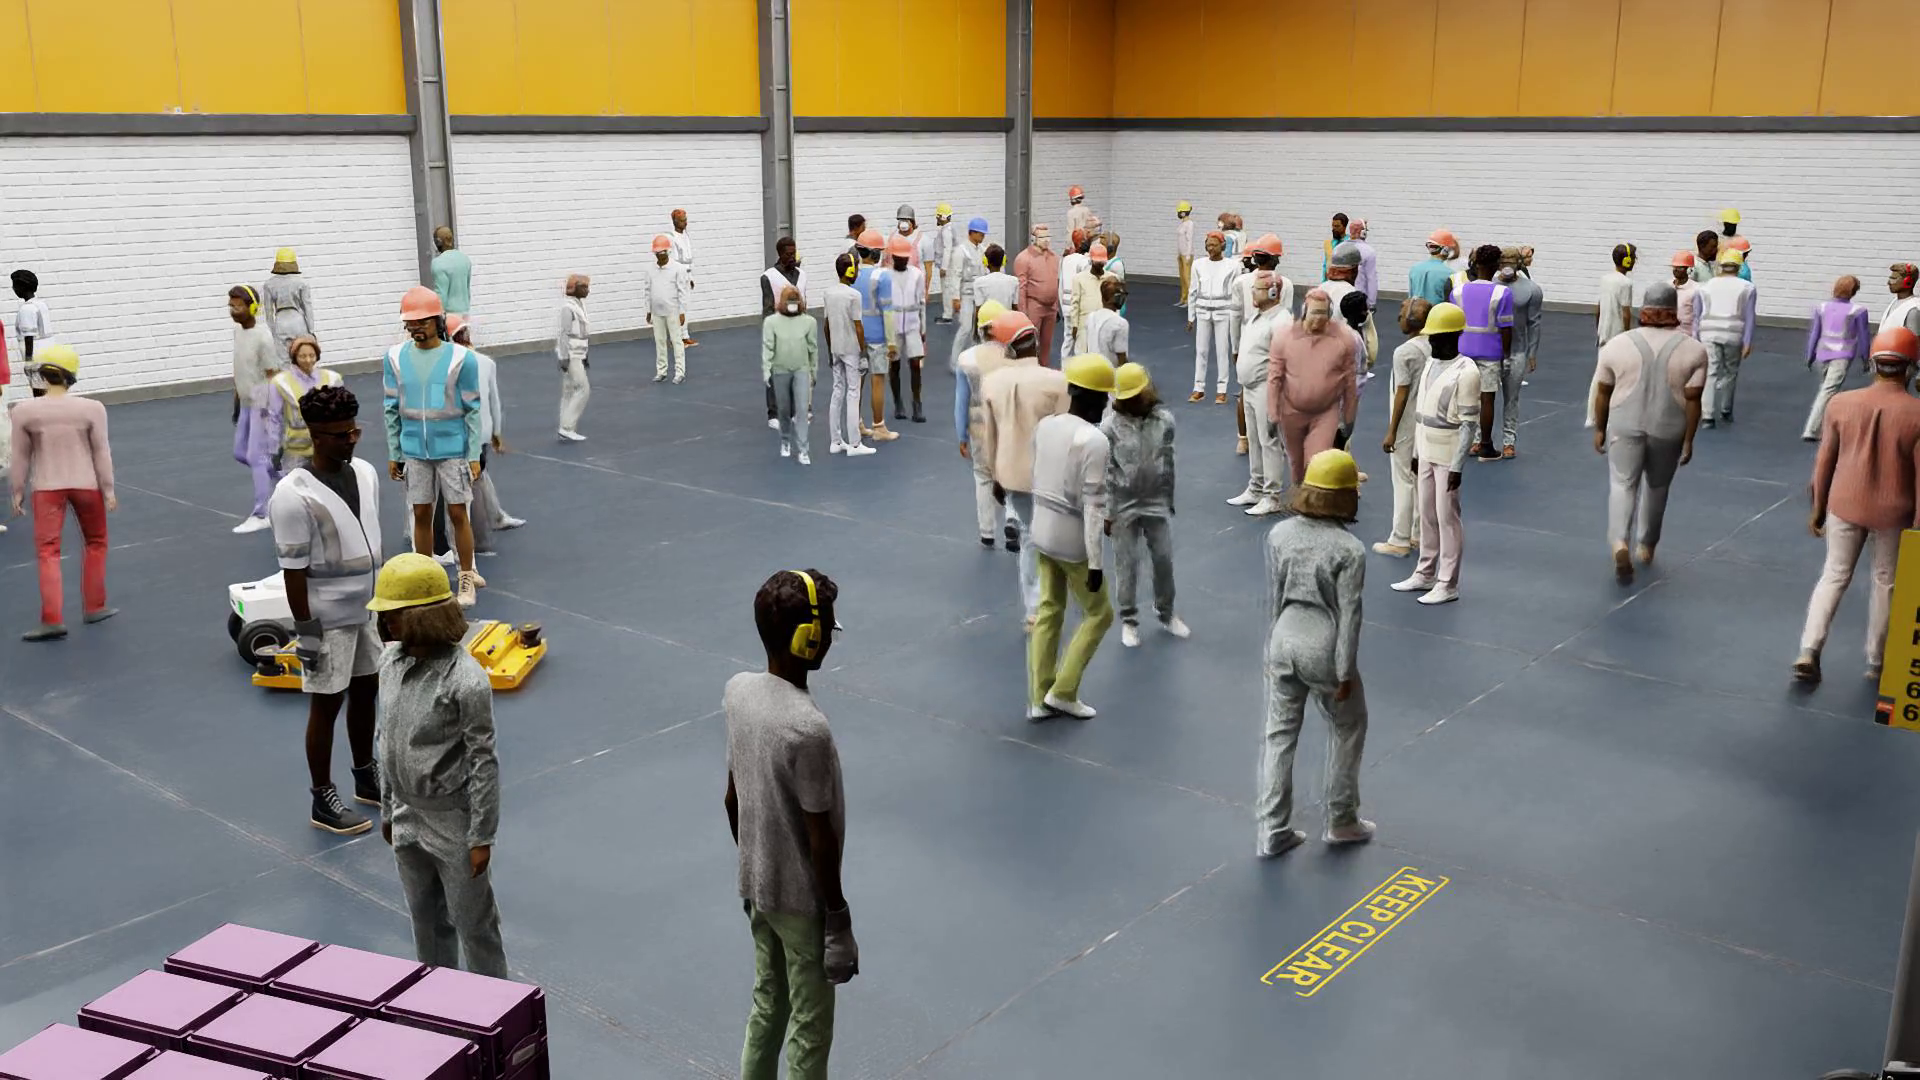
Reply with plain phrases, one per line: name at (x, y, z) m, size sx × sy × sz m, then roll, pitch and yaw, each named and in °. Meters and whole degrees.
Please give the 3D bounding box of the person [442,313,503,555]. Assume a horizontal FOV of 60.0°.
person at (-3.581, -0.753, 11.841) m, size 0.637 × 1.712 × 0.570 m, roll 7°, pitch 16°, yaw 27°

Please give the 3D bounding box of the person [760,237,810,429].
person at (-1.763, -2.090, 16.773) m, size 0.389 × 1.918 × 0.590 m, roll 11°, pitch 18°, yaw 37°

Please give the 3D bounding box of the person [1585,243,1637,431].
person at (6.537, -2.023, 16.609) m, size 0.318 × 1.868 × 0.531 m, roll -4°, pitch 14°, yaw -14°

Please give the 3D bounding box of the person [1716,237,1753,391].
person at (8.882, -2.598, 19.137) m, size 0.329 × 1.750 × 0.572 m, roll 7°, pitch 16°, yaw 26°

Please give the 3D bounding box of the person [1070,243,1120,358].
person at (1.485, -2.374, 18.247) m, size 0.560 × 1.750 × 0.328 m, roll -2°, pitch 14°, yaw -8°

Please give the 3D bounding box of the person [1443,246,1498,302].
person at (5.110, -2.004, 16.597) m, size 0.621 × 1.839 × 0.429 m, roll 0°, pitch 14°, yaw 1°

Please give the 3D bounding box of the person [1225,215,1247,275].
person at (4.299, -4.237, 25.946) m, size 0.317 × 1.630 × 0.510 m, roll 12°, pitch 18°, yaw 39°

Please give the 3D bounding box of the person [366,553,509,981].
person at (-1.658, 0.886, 5.236) m, size 0.492 × 1.743 × 0.296 m, roll 9°, pitch 17°, yaw 32°

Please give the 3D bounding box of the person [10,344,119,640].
person at (-5.395, -0.289, 9.984) m, size 0.583 × 1.729 × 0.587 m, roll -6°, pitch 15°, yaw -21°

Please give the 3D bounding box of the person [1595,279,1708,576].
person at (4.664, -0.781, 11.295) m, size 0.681 × 2.000 × 0.925 m, roll 6°, pitch 15°, yaw 22°

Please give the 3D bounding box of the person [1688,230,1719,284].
person at (7.854, -2.345, 17.792) m, size 0.374 × 1.917 × 0.596 m, roll 12°, pitch 18°, yaw 39°

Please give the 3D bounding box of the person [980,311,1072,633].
person at (0.443, -0.376, 9.880) m, size 0.655 × 1.950 × 0.429 m, roll 10°, pitch 17°, yaw 35°

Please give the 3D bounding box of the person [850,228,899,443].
person at (-0.855, -1.959, 15.998) m, size 0.614 × 2.043 × 0.373 m, roll 10°, pitch 17°, yaw 35°

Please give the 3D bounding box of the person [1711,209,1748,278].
person at (10.355, -3.493, 22.430) m, size 0.616 × 1.884 × 0.926 m, roll -2°, pitch 14°, yaw -9°

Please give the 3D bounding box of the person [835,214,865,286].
person at (-1.387, -3.177, 21.158) m, size 0.392 × 1.907 × 0.606 m, roll -3°, pitch 14°, yaw -12°

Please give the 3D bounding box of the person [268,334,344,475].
person at (-4.529, -0.636, 11.564) m, size 0.553 × 1.618 × 0.512 m, roll -11°, pitch 18°, yaw -36°

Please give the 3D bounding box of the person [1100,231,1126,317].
person at (1.681, -2.539, 18.717) m, size 0.346 × 1.847 × 0.506 m, roll -2°, pitch 14°, yaw -9°

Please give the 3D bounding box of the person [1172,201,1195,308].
person at (3.736, -4.759, 27.769) m, size 0.339 × 1.760 × 0.528 m, roll -3°, pitch 14°, yaw -11°

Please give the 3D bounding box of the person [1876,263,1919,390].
person at (8.167, -1.484, 14.503) m, size 0.381 × 1.842 × 0.571 m, roll 3°, pitch 14°, yaw 11°

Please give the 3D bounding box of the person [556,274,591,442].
person at (-3.718, -1.748, 16.028) m, size 0.399 × 1.607 × 0.526 m, roll -1°, pitch 14°, yaw -5°

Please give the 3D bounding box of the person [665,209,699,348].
person at (-3.827, -3.576, 22.787) m, size 0.341 × 1.879 × 0.587 m, roll 5°, pitch 15°, yaw 20°

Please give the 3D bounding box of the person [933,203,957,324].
person at (-0.241, -4.229, 25.494) m, size 0.403 × 1.833 × 0.590 m, roll 0°, pitch 14°, yaw 1°

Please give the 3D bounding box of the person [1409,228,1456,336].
person at (4.819, -2.171, 16.969) m, size 0.398 × 1.987 × 0.607 m, roll -10°, pitch 17°, yaw -34°

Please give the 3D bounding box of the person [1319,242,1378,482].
person at (3.311, -1.528, 14.278) m, size 0.539 × 2.000 × 0.689 m, roll -4°, pitch 15°, yaw -16°

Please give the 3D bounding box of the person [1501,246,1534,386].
person at (6.495, -2.596, 19.360) m, size 0.307 × 1.641 × 0.512 m, roll 10°, pitch 17°, yaw 34°

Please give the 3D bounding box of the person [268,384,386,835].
person at (-2.669, 0.294, 7.181) m, size 0.374 × 1.958 × 0.603 m, roll 4°, pitch 15°, yaw 16°

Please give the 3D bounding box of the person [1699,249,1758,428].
person at (7.772, -2.054, 16.926) m, size 0.586 × 1.771 × 0.904 m, roll 8°, pitch 16°, yaw 29°

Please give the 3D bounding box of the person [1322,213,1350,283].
person at (4.894, -3.240, 21.399) m, size 0.389 × 1.911 × 0.591 m, roll -9°, pitch 17°, yaw -32°

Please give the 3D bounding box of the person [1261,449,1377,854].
person at (1.525, 0.463, 6.977) m, size 0.659 × 1.721 × 0.490 m, roll -14°, pitch 19°, yaw -43°

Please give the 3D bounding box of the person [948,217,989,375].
person at (0.143, -2.974, 20.313) m, size 0.444 × 1.918 × 0.644 m, roll 10°, pitch 17°, yaw 35°

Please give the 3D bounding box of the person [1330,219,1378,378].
person at (4.770, -2.907, 20.064) m, size 0.408 × 1.908 × 0.641 m, roll -12°, pitch 18°, yaw -40°

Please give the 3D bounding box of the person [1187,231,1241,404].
person at (2.775, -2.434, 18.216) m, size 0.585 × 1.882 × 0.340 m, roll 6°, pitch 15°, yaw 23°

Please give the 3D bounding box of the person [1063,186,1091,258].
person at (1.958, -4.937, 27.993) m, size 0.379 × 1.996 × 0.610 m, roll 12°, pitch 18°, yaw 39°

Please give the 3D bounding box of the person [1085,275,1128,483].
person at (1.206, -1.220, 13.472) m, size 0.356 × 1.839 × 0.525 m, roll -7°, pitch 16°, yaw -27°
